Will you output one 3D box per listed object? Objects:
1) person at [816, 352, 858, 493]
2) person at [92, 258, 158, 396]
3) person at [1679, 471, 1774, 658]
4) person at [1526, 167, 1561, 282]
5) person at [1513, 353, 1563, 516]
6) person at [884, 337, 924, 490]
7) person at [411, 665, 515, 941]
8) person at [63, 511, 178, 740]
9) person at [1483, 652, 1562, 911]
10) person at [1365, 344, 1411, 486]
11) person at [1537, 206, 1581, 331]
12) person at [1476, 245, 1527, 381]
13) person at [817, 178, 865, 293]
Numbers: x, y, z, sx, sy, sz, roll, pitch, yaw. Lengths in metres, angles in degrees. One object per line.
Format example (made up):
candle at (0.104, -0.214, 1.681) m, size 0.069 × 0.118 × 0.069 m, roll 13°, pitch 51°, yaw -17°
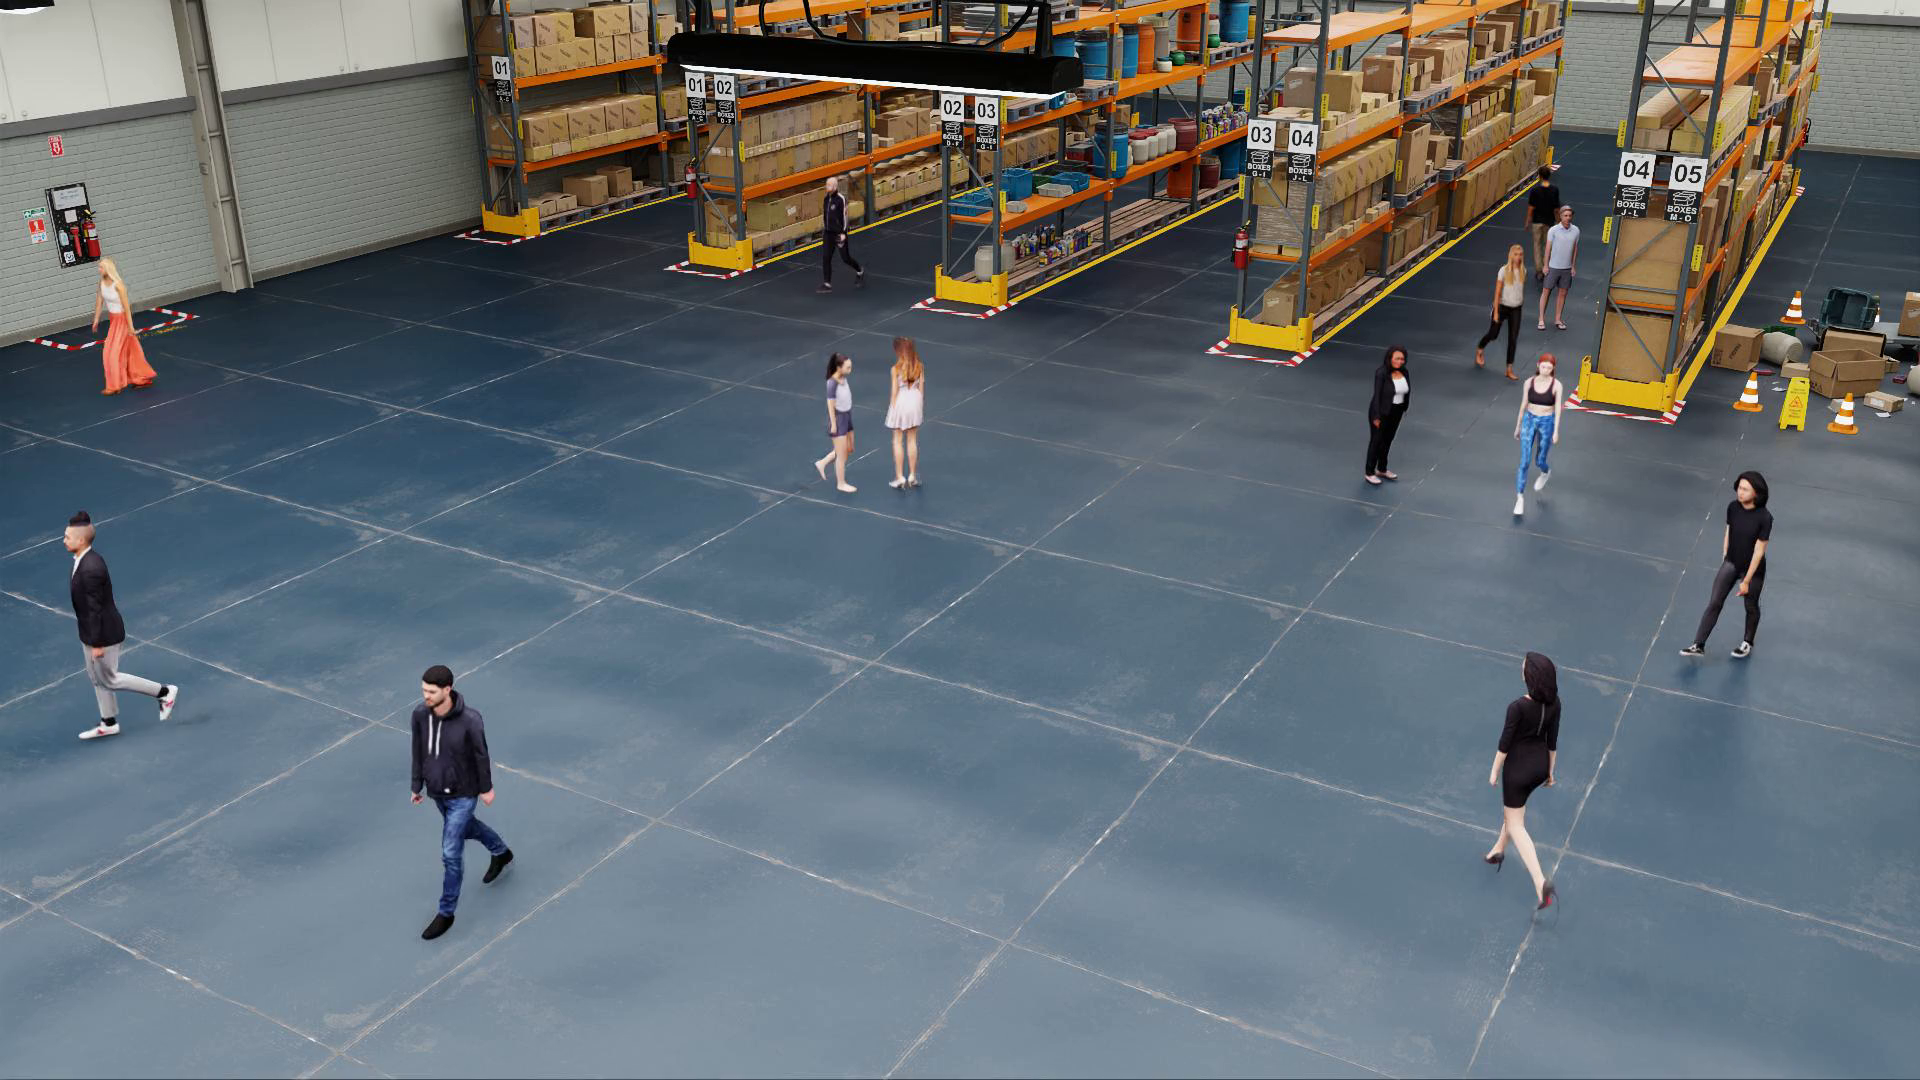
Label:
person at (-1.417, -1.309, 18.481) m, size 0.782 × 1.636 × 0.756 m, roll 6°, pitch 24°, yaw 14°
person at (-10.969, -2.842, 21.909) m, size 0.700 × 1.774 × 1.041 m, roll 17°, pitch 28°, yaw 34°
person at (6.984, 0.224, 14.674) m, size 1.159 × 1.793 × 0.962 m, roll -14°, pitch 27°, yaw -29°
person at (9.574, -5.155, 27.278) m, size 0.809 × 1.828 × 0.828 m, roll 4°, pitch 23°, yaw 10°
person at (6.284, -1.188, 18.044) m, size 0.621 × 1.756 × 1.100 m, roll 13°, pitch 26°, yaw 28°
person at (-0.587, -1.423, 18.588) m, size 0.695 × 1.762 × 0.772 m, roll -6°, pitch 24°, yaw -14°
person at (-3.356, 1.652, 11.247) m, size 0.759 × 1.847 × 1.244 m, roll 10°, pitch 25°, yaw 22°
person at (-6.840, 0.690, 13.397) m, size 1.130 × 1.937 × 0.957 m, roll -15°, pitch 27°, yaw -32°
person at (3.890, 1.669, 11.307) m, size 1.107 × 1.769 × 1.108 m, roll -9°, pitch 25°, yaw -21°
person at (4.823, -1.443, 18.828) m, size 0.696 × 1.612 × 0.802 m, roll -16°, pitch 28°, yaw -33°
person at (8.892, -4.056, 24.690) m, size 0.734 × 1.832 × 0.746 m, roll -1°, pitch 23°, yaw -2°
person at (7.346, -3.111, 22.529) m, size 1.115 × 1.785 × 1.214 m, roll -4°, pitch 23°, yaw -9°
person at (-1.907, -4.891, 26.684) m, size 0.837 × 1.809 × 1.206 m, roll 19°, pitch 30°, yaw 38°
